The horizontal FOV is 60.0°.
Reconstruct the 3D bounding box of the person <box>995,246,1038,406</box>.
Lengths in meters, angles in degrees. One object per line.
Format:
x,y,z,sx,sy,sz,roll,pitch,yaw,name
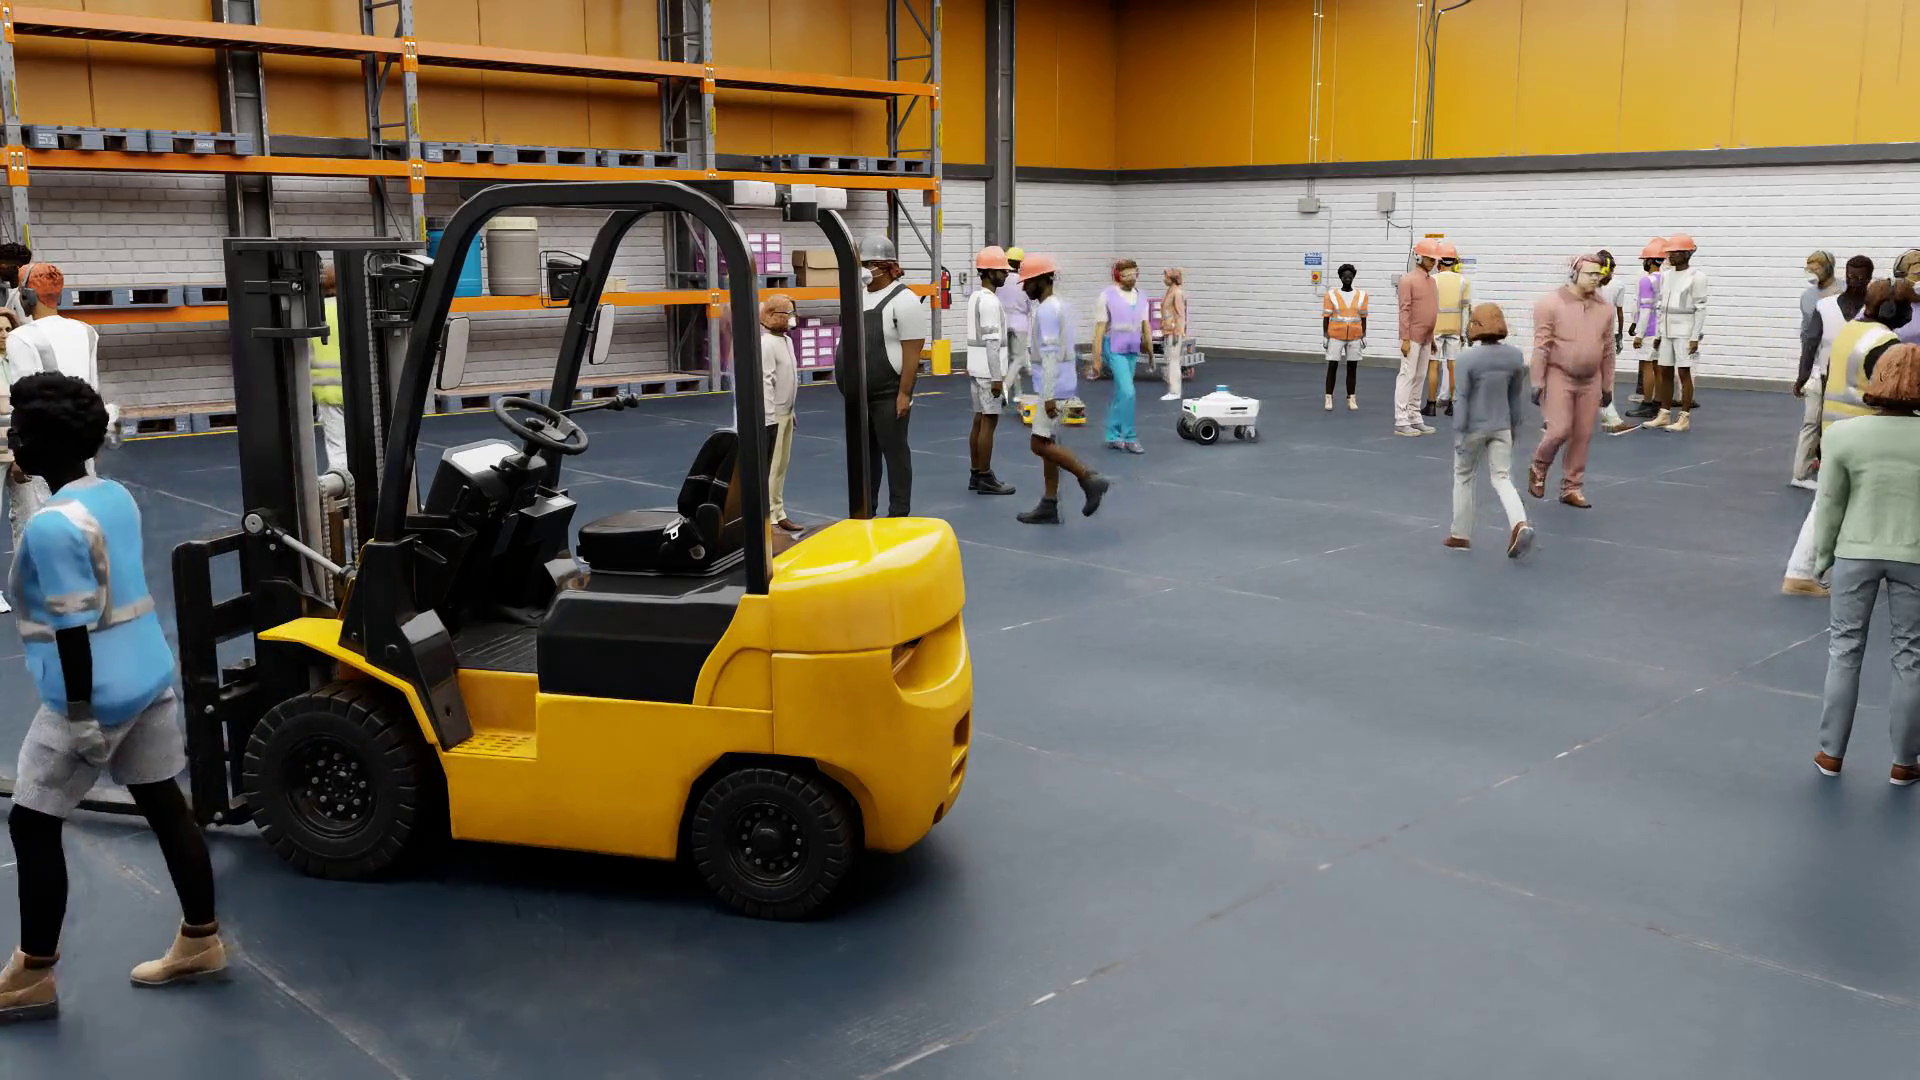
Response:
0.623,-2.557,19.900,0.597,1.898,0.863,5,12,26,person

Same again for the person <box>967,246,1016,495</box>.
0.242,-1.324,13.042,0.357,1.937,0.551,-2,11,-13,person

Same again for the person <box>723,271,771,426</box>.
-1.882,-1.577,14.934,0.531,1.746,0.523,5,11,23,person

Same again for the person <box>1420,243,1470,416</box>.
5.411,-2.351,18.644,0.552,1.937,0.356,-1,10,-5,person

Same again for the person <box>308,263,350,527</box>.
-4.220,-0.981,11.458,0.678,1.830,0.499,1,10,4,person

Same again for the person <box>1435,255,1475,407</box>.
5.911,-2.505,19.808,0.919,1.831,0.516,-7,12,-32,person

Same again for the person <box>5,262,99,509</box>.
-4.704,-0.493,8.666,0.356,1.883,0.574,2,11,10,person

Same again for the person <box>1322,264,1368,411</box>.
4.448,-2.338,19.232,0.541,1.695,0.315,0,10,0,person

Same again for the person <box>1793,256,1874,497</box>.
6.764,-1.228,12.721,0.987,1.864,0.597,-9,14,-41,person

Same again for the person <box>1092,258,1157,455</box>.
1.561,-1.699,15.430,0.607,1.804,0.677,-9,14,-41,person

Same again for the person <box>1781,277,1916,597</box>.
5.120,-0.552,9.244,0.990,1.784,0.626,2,11,10,person

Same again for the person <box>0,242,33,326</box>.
-7.623,-1.438,13.586,0.368,1.966,0.603,-6,12,-28,person

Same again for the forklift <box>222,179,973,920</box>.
-1.114,-0.058,5.440,2.313,2.155,1.214,2,11,13,forklift

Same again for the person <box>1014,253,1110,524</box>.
0.688,-1.043,11.613,0.658,1.899,0.596,2,11,11,person

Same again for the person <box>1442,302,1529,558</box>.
3.338,-0.689,10.481,0.503,1.613,0.736,-2,11,-11,person

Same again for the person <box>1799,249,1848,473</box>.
7.366,-1.494,14.065,0.571,1.907,0.651,-2,11,-13,person

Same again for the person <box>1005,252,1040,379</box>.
0.915,-3.175,23.544,0.972,1.785,0.634,-10,14,-44,person

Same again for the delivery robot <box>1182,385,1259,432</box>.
2.553,-1.272,16.279,0.707,0.478,0.477,-2,11,-13,delivery robot

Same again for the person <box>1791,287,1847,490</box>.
6.879,-1.166,13.037,0.631,1.610,0.532,9,14,41,person

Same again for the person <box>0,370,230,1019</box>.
-2.327,0.401,4.331,0.741,1.669,0.535,-1,10,-5,person

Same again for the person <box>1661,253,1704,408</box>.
8.426,-2.481,19.544,0.411,1.886,0.682,-7,12,-32,person

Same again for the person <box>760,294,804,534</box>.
-1.217,-0.836,11.213,0.264,1.632,0.507,2,11,11,person

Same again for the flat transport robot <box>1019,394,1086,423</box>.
0.997,-1.442,18.238,0.652,0.197,1.431,0,10,0,flat transport robot

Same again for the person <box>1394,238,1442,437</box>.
4.656,-2.050,16.864,0.391,1.988,0.611,10,14,43,person

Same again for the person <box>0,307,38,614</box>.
-5.171,-0.438,9.022,0.310,1.642,0.514,5,12,26,person

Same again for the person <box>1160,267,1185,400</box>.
2.620,-2.544,20.519,0.309,1.640,0.524,-1,10,-6,person

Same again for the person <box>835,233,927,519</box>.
-0.578,-1.031,11.164,0.538,2.000,0.682,-10,14,-42,person

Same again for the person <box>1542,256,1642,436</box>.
6.401,-1.945,16.791,0.972,1.803,0.600,6,12,28,person

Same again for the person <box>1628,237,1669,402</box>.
8.442,-2.670,20.230,0.609,1.996,0.379,-1,10,-8,person

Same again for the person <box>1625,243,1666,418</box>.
7.680,-2.330,18.527,0.547,1.939,0.376,-8,13,-37,person

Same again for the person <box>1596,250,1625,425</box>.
6.813,-2.158,17.781,0.532,1.868,0.310,2,11,13,person

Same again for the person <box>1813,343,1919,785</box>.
3.424,0.092,6.155,0.499,1.633,0.286,6,12,30,person

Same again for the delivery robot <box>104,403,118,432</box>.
-8.321,-1.153,15.630,0.707,0.478,0.477,-9,14,-41,delivery robot

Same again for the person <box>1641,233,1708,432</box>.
7.383,-2.130,17.152,0.397,2.043,0.609,-4,11,-19,person

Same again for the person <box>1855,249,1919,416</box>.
5.748,-0.807,10.220,0.629,1.940,0.379,-3,11,-17,person

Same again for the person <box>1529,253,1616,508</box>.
4.563,-1.183,12.405,0.666,1.887,0.476,-2,11,-11,person
